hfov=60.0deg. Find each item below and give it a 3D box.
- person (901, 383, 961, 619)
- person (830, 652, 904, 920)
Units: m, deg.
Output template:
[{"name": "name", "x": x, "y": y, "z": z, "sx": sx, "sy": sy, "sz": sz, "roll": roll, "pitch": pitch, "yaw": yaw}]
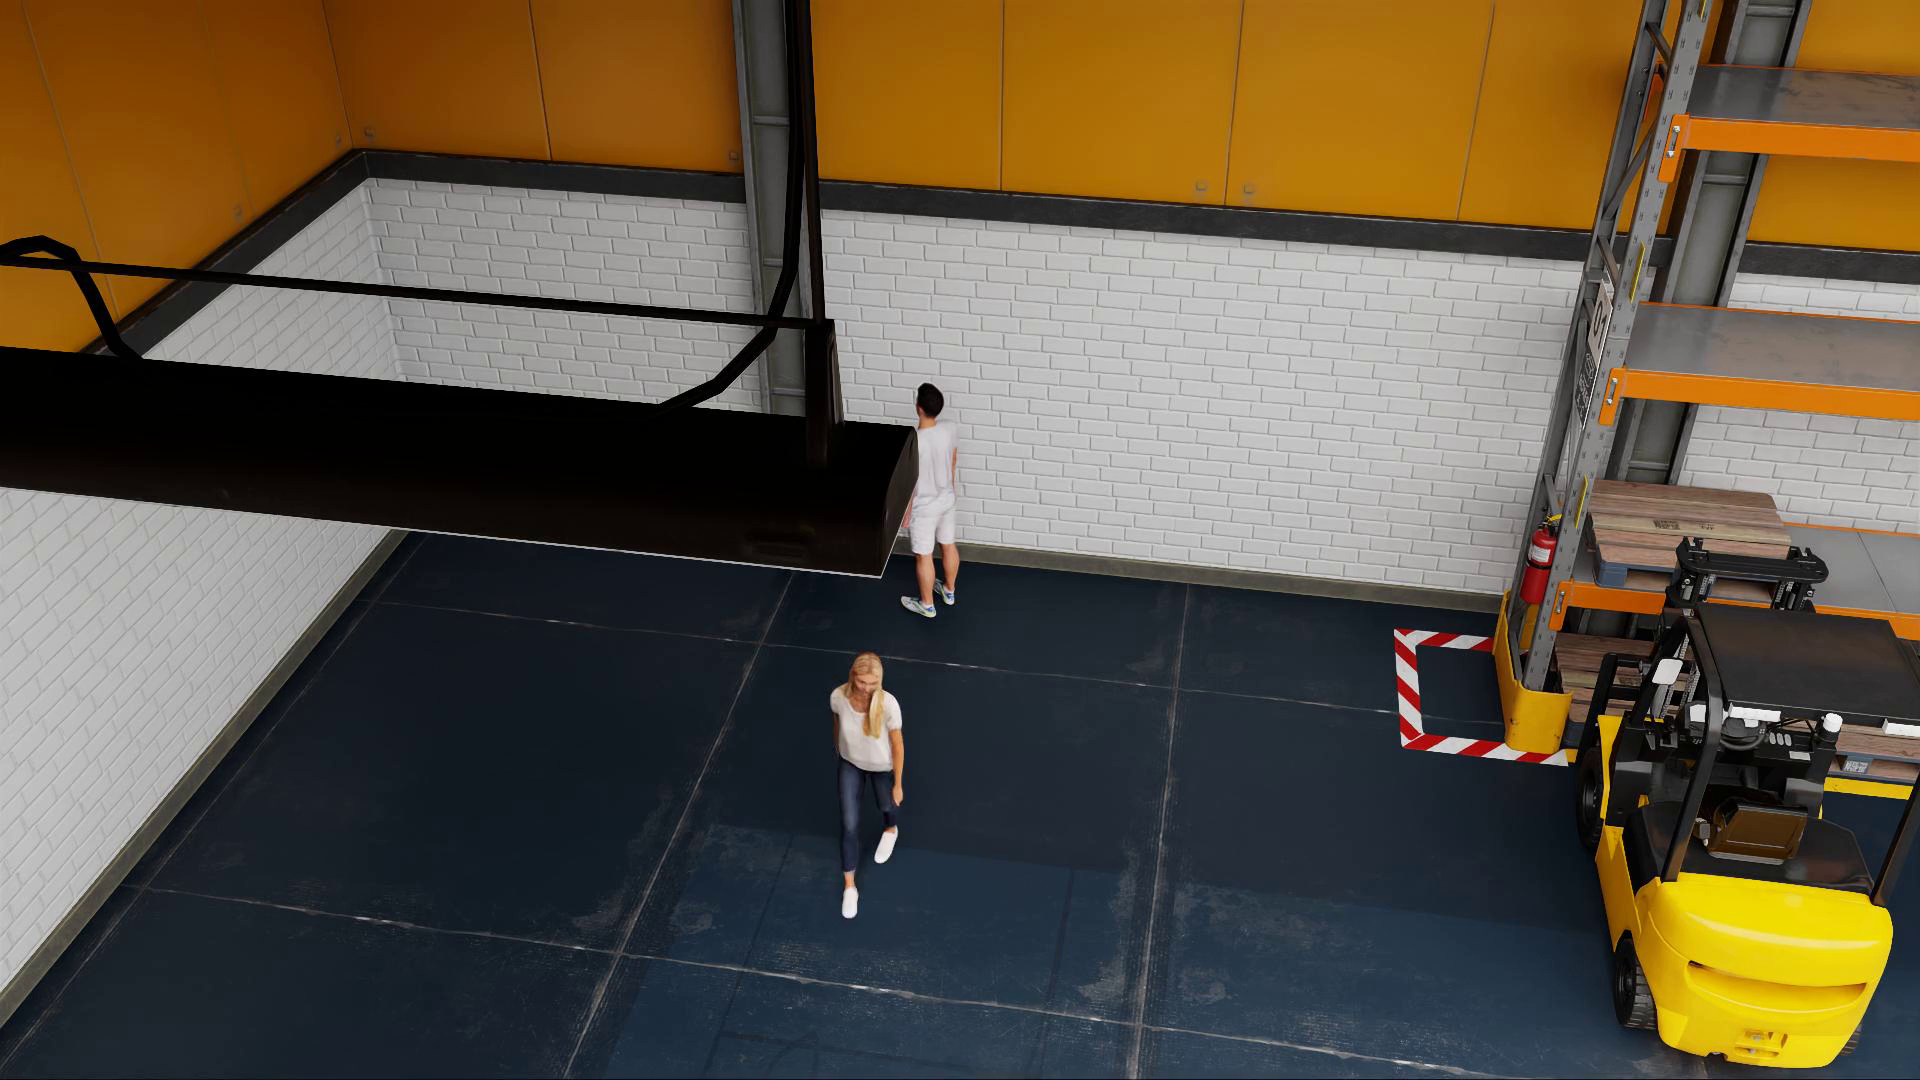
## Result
[{"name": "person", "x": -0.205, "y": -0.281, "z": 11.920, "sx": 0.766, "sy": 1.855, "sz": 0.791, "roll": -28, "pitch": 43, "yaw": -35}, {"name": "person", "x": -0.511, "y": 1.263, "z": 9.676, "sx": 0.989, "sy": 1.768, "sz": 0.702, "roll": 11, "pitch": 35, "yaw": 16}]
